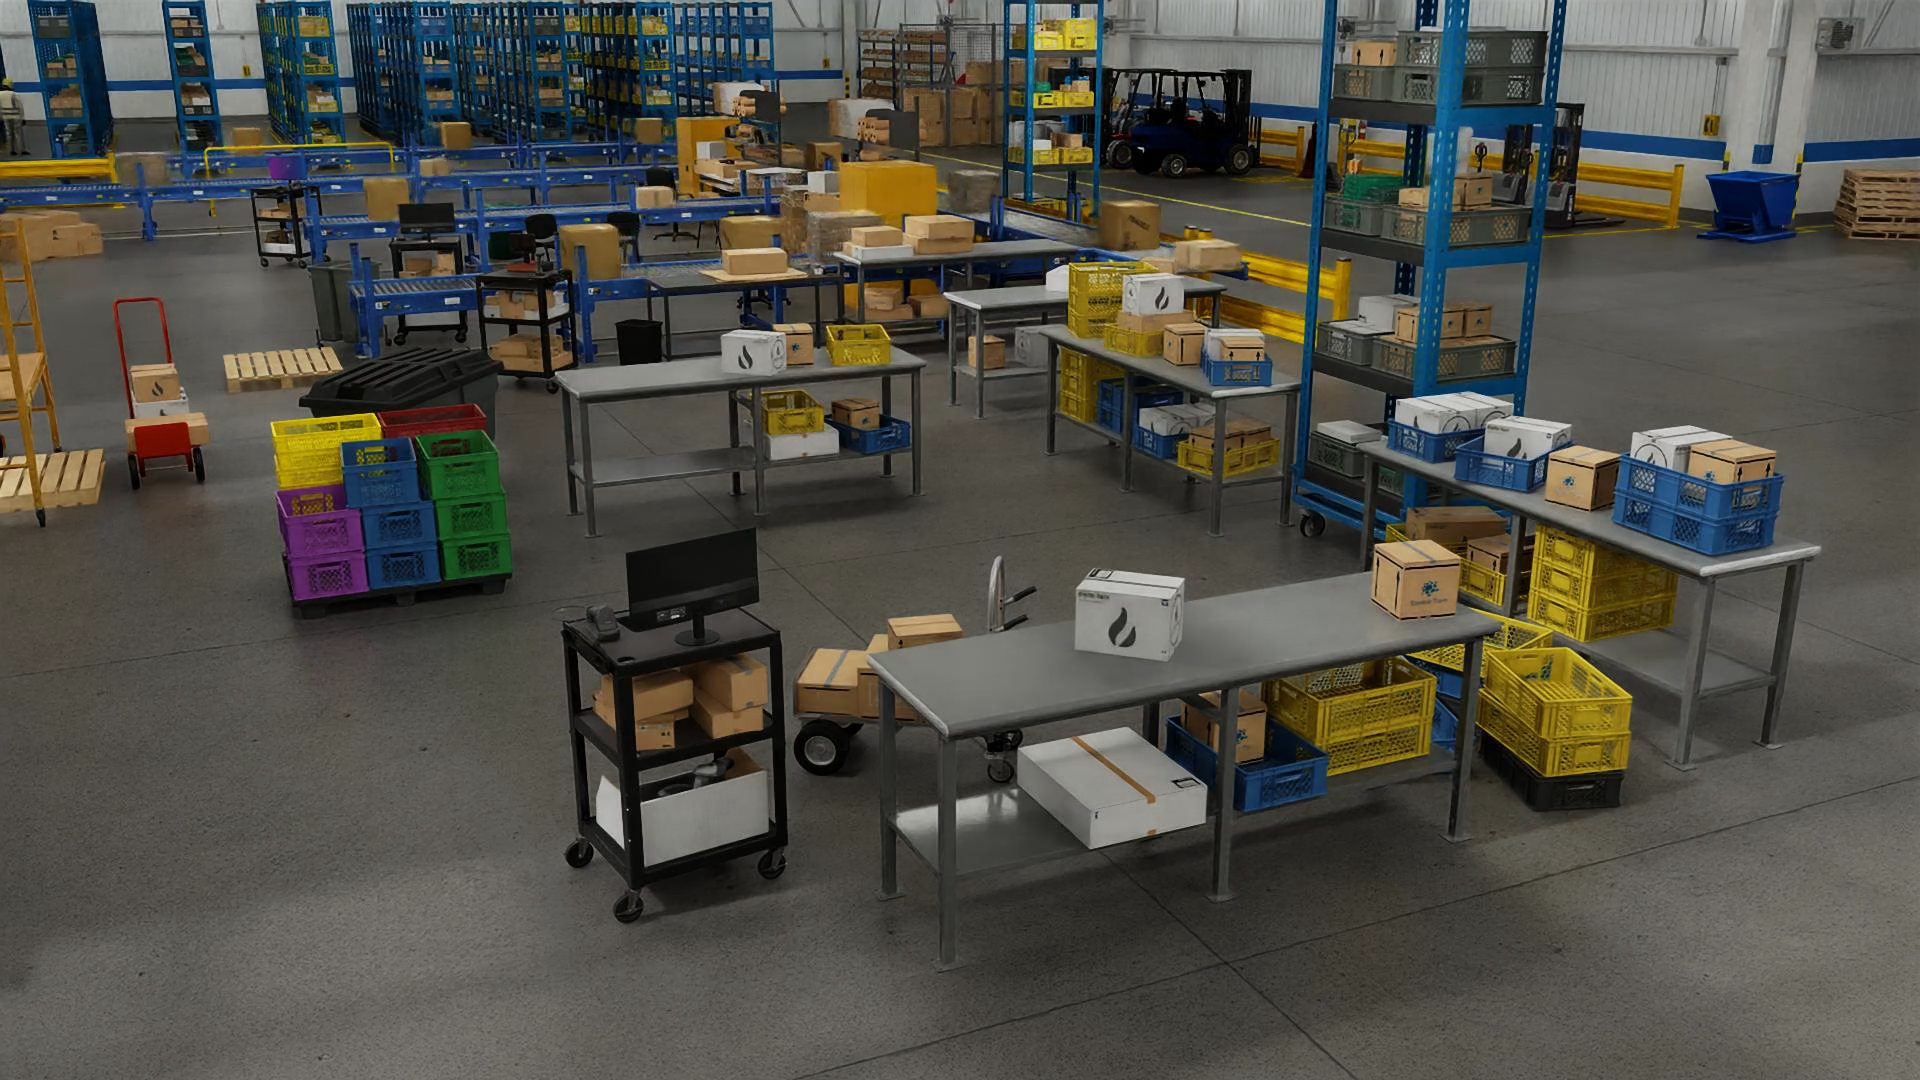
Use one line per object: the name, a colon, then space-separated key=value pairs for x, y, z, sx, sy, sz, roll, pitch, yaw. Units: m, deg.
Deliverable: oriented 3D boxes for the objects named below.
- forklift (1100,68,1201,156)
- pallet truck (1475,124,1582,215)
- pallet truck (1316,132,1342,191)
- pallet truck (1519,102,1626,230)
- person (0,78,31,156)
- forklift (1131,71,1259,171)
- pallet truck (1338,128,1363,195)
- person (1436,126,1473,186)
forklift: x=4.082 y=-9.564 z=37.410 sx=2.680 sy=1.987 sz=1.157 roll=-8 pitch=19 yaw=-23
pallet truck: x=9.707 y=-6.455 z=28.103 sx=1.885 sy=1.965 sz=0.823 roll=-7 pitch=19 yaw=-20
pallet truck: x=7.723 y=-7.504 z=32.656 sx=1.601 sy=1.201 sz=0.680 roll=-8 pitch=19 yaw=-23
pallet truck: x=9.972 y=-6.037 z=26.785 sx=1.885 sy=1.965 sz=0.823 roll=-9 pitch=20 yaw=-25
person: x=-22.990 y=-10.257 z=40.352 sx=0.597 sy=1.828 sz=0.403 roll=-1 pitch=18 yaw=-4
forklift: x=4.998 y=-8.936 z=35.413 sx=2.680 sy=1.987 sz=1.157 roll=-9 pitch=20 yaw=-25
pallet truck: x=7.845 y=-7.140 z=31.411 sx=1.522 sy=1.261 sz=0.704 roll=-9 pitch=20 yaw=-25
person: x=8.302 y=-6.374 z=28.056 sx=0.652 sy=1.875 sz=0.901 roll=-3 pitch=18 yaw=-10
